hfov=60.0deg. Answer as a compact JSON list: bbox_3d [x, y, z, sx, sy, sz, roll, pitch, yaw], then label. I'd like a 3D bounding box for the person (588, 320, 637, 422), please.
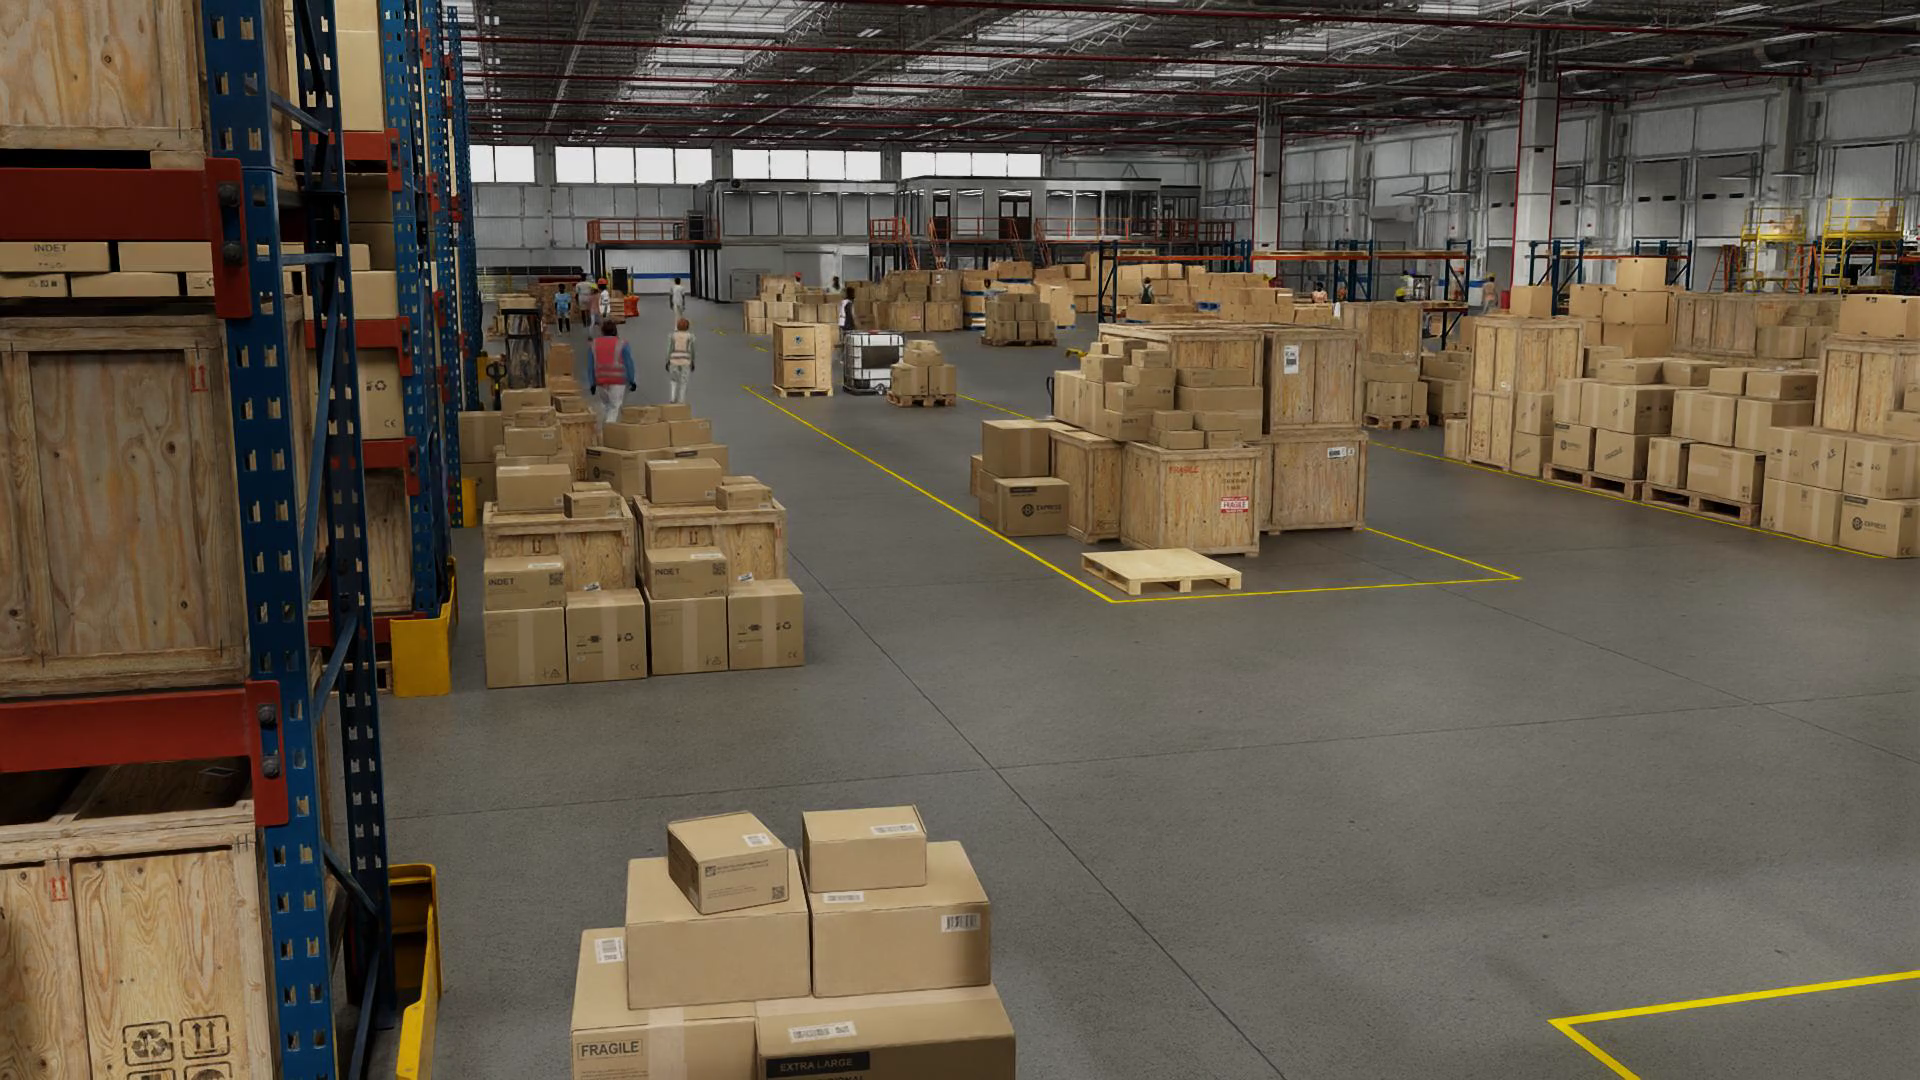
[{"bbox_3d":[-5.027,-2.284,24.178,0.627,1.791,0.963,2,10,13],"label":"person"}]

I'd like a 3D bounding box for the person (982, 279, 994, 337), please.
[{"bbox_3d":[0.943,-7.371,52.848,0.568,1.853,0.509,7,12,36],"label":"person"}]

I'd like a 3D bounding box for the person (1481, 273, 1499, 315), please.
[{"bbox_3d":[19.199,-8.707,60.201,0.621,1.910,0.421,6,12,30],"label":"person"}]

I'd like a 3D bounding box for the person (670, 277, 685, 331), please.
[{"bbox_3d":[-9.610,-8.019,56.566,0.533,1.833,0.951,0,10,-1],"label":"person"}]

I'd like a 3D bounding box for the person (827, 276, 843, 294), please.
[{"bbox_3d":[-4.311,-8.123,57.001,0.590,1.881,0.635,-6,12,-30],"label":"person"}]

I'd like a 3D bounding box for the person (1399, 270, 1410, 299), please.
[{"bbox_3d":[19.659,-11.019,73.552,0.639,1.829,0.429,-4,11,-22],"label":"person"}]

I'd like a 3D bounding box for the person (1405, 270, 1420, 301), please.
[{"bbox_3d":[18.572,-10.152,68.374,0.602,1.922,0.857,4,11,23],"label":"person"}]

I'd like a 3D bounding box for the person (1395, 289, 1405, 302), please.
[{"bbox_3d":[10.313,-4.950,39.070,0.612,1.875,1.005,7,12,35],"label":"person"}]

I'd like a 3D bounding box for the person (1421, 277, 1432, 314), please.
[{"bbox_3d":[15.139,-7.622,54.001,0.360,1.937,0.635,6,12,32],"label":"person"}]

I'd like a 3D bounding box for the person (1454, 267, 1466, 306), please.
[{"bbox_3d":[22.167,-11.121,73.790,0.608,1.958,0.978,-1,10,-8],"label":"person"}]

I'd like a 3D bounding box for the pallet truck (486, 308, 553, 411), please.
[{"bbox_3d":[-6.242,-2.418,24.362,0.823,1.965,1.885,1,10,3],"label":"pallet truck"}]

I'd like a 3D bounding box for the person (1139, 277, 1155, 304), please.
[{"bbox_3d":[6.494,-8.231,57.782,0.549,1.814,0.859,2,10,12],"label":"person"}]

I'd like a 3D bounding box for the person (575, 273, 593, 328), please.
[{"bbox_3d":[-13.313,-8.499,58.971,0.638,1.927,0.913,-2,10,-13],"label":"person"}]

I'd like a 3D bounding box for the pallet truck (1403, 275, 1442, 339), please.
[{"bbox_3d":[14.620,-7.324,52.145,0.823,1.965,1.885,8,13,40],"label":"pallet truck"}]

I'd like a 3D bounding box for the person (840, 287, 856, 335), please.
[{"bbox_3d":[-2.665,-5.157,40.226,0.498,1.883,0.642,-1,10,-5],"label":"person"}]

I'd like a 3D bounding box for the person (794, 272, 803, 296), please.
[{"bbox_3d":[-5.955,-8.896,61.226,0.375,1.932,0.549,9,13,40],"label":"person"}]

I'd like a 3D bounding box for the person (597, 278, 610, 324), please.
[{"bbox_3d":[-10.442,-6.696,48.756,0.362,1.939,0.542,-3,10,-16],"label":"person"}]

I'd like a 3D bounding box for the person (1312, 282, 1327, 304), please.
[{"bbox_3d":[11.955,-7.729,55.318,0.535,1.692,0.321,6,12,31],"label":"person"}]

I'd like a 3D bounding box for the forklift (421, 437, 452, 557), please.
[{"bbox_3d":[-5.592,-1.173,14.818,1.873,2.768,1.129,-3,10,-15],"label":"forklift"}]

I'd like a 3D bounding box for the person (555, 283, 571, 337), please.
[{"bbox_3d":[-12.659,-7.325,53.022,0.534,1.692,0.320,1,10,8],"label":"person"}]

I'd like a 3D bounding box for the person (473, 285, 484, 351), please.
[{"bbox_3d":[-13.087,-6.008,44.572,0.537,2.000,0.682,3,10,17],"label":"person"}]

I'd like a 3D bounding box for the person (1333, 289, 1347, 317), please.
[{"bbox_3d":[8.901,-4.899,38.772,0.354,1.877,0.574,-7,12,-34],"label":"person"}]

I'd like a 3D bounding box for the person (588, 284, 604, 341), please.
[{"bbox_3d":[-11.093,-6.930,50.689,0.534,1.724,0.890,4,11,20],"label":"person"}]

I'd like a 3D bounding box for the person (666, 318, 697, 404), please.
[{"bbox_3d":[-4.881,-3.075,29.158,0.522,1.614,0.605,0,10,-1],"label":"person"}]
